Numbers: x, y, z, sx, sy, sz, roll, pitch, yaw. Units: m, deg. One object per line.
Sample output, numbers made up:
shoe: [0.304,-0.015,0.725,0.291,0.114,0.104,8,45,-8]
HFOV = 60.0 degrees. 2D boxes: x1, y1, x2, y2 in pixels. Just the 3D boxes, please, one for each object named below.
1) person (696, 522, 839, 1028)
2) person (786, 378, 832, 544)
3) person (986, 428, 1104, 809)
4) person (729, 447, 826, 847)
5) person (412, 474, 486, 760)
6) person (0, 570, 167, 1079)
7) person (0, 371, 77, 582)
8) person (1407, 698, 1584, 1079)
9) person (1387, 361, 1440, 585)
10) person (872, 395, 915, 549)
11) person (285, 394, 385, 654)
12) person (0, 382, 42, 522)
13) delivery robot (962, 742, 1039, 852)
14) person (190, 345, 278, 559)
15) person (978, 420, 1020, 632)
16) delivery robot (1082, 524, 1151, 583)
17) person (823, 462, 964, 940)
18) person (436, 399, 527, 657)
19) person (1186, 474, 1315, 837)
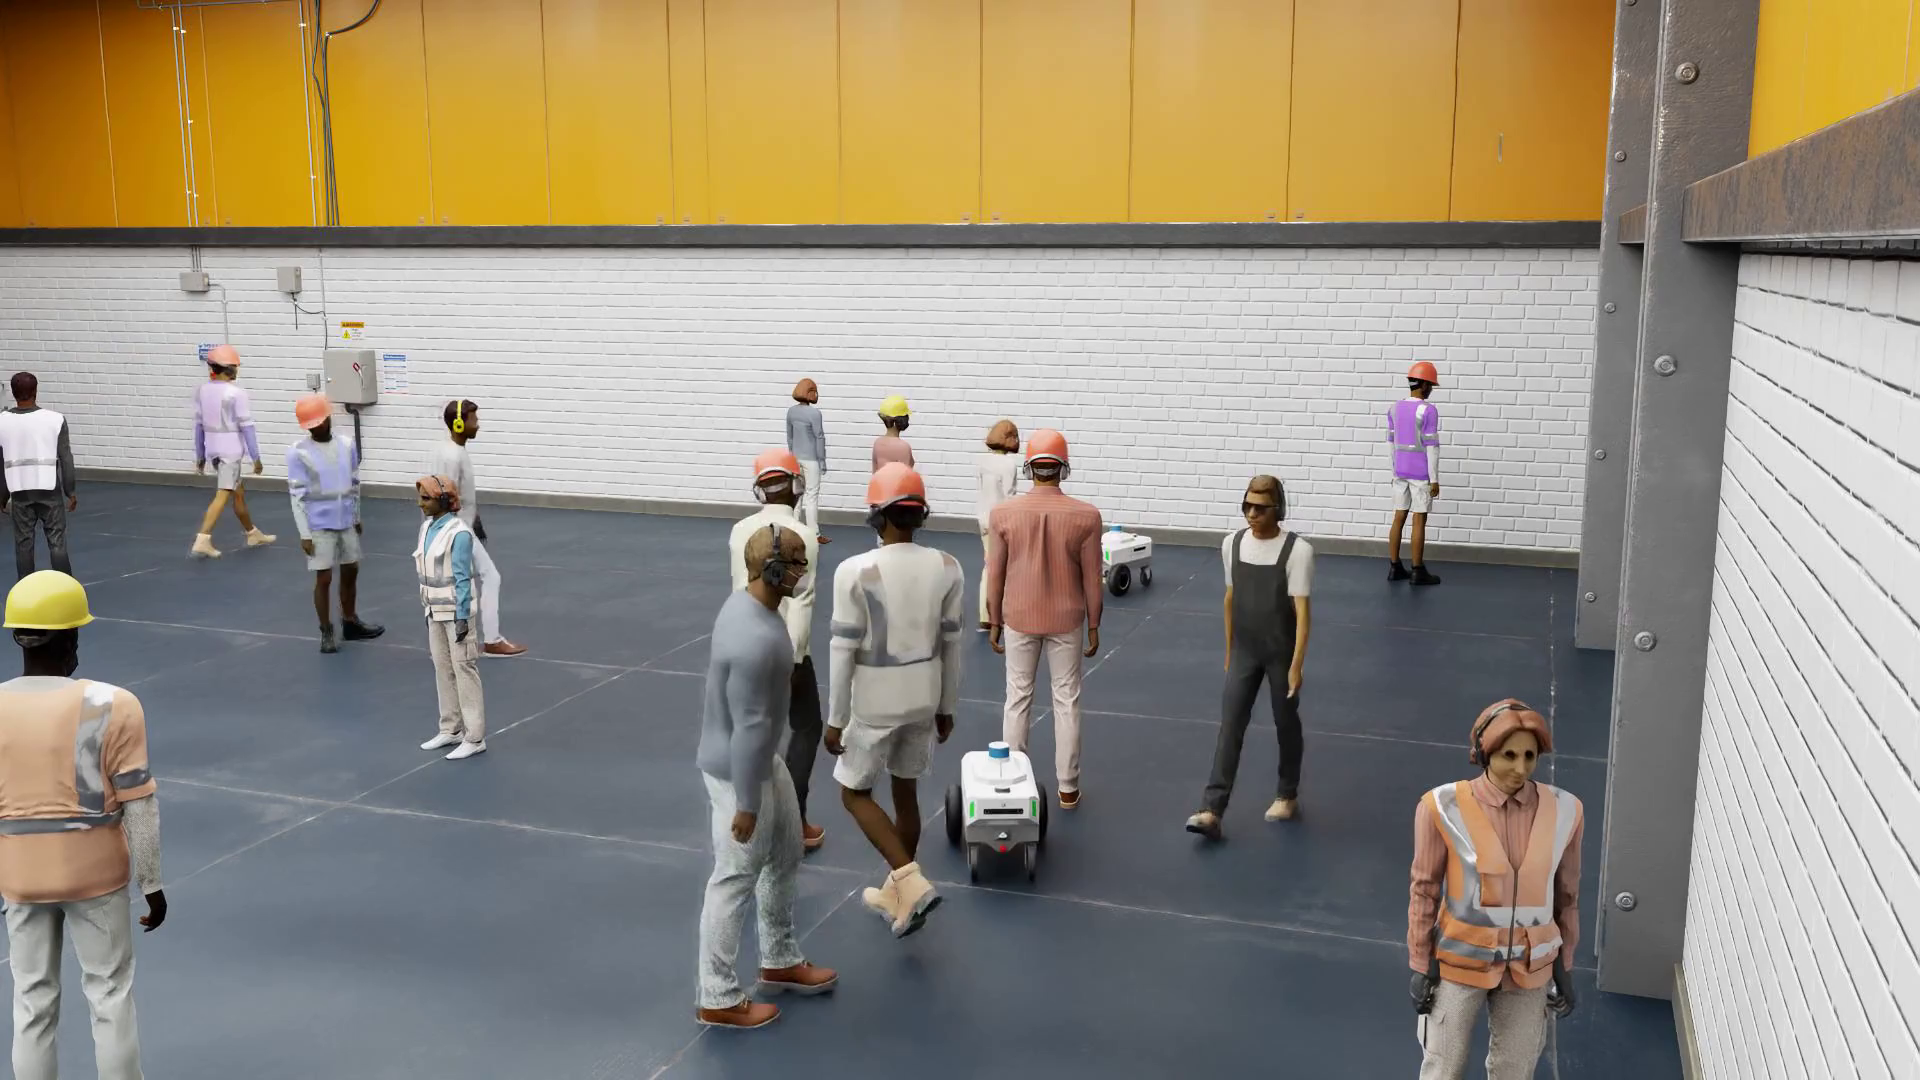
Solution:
person: [-0.718,0.886,6.272,0.626,1.918,0.645,-1,10,-7]
person: [-1.495,-0.769,16.294,0.499,1.634,0.289,9,14,42]
person: [0.439,0.413,8.653,0.614,1.987,0.407,1,10,7]
person: [-0.911,0.535,8.056,0.636,1.947,0.596,8,13,38]
person: [-2.931,0.433,9.539,0.310,1.632,0.505,-10,14,-43]
person: [-2.816,1.047,5.244,0.595,1.925,0.375,-1,10,-7]
person: [-7.437,-0.392,13.372,0.593,1.920,0.391,-4,11,-20]
person: [1.548,1.261,4.856,0.511,1.638,0.308,-1,10,-4]
person: [3.943,-0.568,14.384,0.373,1.912,0.543,-6,12,-31]
person: [-0.497,-0.242,12.949,0.301,1.772,0.524,-7,12,-34]
person: [-4.496,-0.130,11.993,0.471,1.886,0.723,7,12,33]
person: [-10.076,-1.056,17.392,0.971,1.816,0.545,1,10,6]
delivery robot: [0.186,1.208,7.936,0.477,0.478,0.707,0,10,-2]
person: [-6.939,-0.838,15.699,0.630,1.995,1.062,5,11,25]
person: [0.324,-0.100,12.557,0.396,1.615,0.535,-5,11,-28]
delivery robot: [1.324,0.103,14.157,0.477,0.478,0.707,8,13,39]
person: [-0.252,0.689,6.966,0.633,2.030,0.638,-7,12,-33]
person: [-3.412,-0.071,11.776,0.738,1.850,0.524,-4,11,-24]
person: [1.464,0.584,8.205,0.527,1.798,0.941,7,12,34]
